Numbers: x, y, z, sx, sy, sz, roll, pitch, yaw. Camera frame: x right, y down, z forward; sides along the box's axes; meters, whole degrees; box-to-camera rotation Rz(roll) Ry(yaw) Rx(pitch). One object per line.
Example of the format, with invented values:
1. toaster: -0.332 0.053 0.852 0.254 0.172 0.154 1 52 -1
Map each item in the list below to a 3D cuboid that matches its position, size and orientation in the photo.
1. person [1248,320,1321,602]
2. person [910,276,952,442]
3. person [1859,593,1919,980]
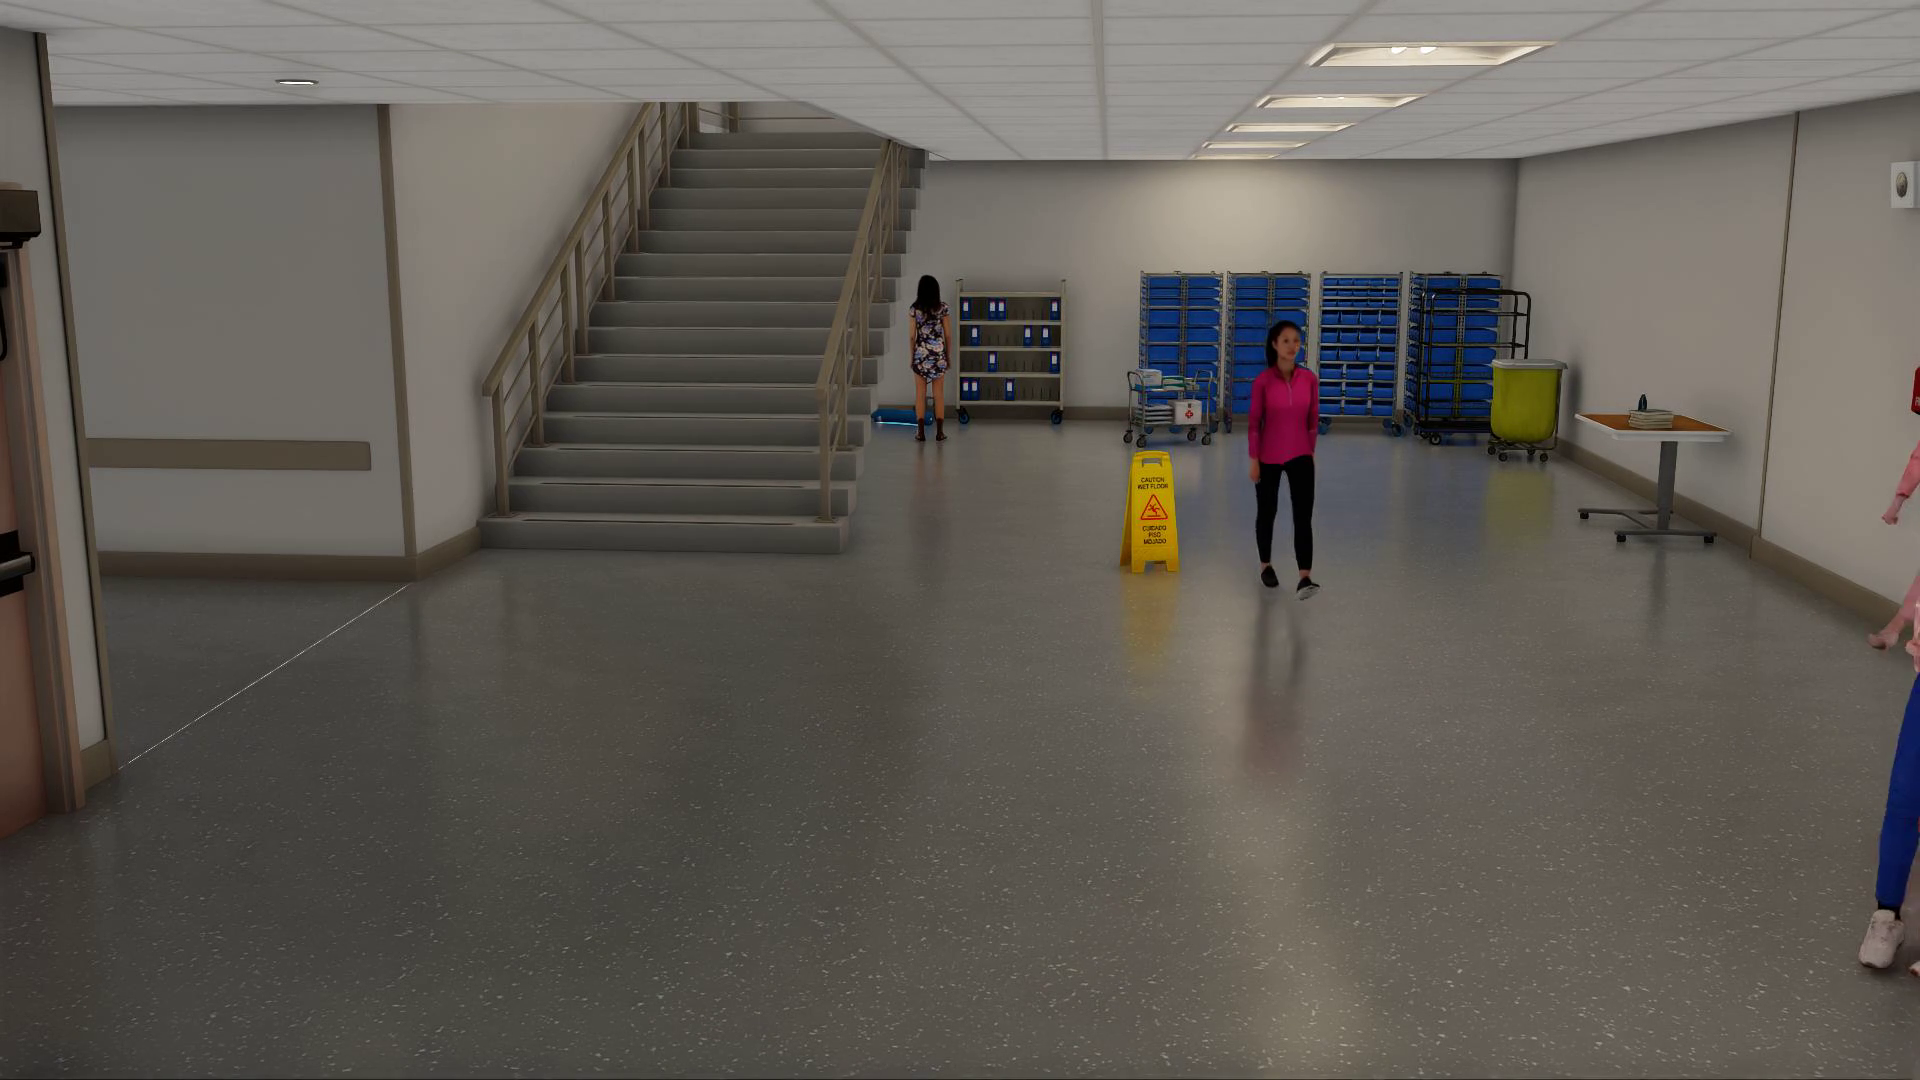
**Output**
1. person: 1.947 -0.480 10.175 0.697 1.664 1.111 -1 11 -3
2. person: -0.322 -1.920 17.577 0.610 1.735 0.552 0 11 -2
3. person: 3.100 0.466 4.946 0.837 1.755 0.739 -4 11 -18
